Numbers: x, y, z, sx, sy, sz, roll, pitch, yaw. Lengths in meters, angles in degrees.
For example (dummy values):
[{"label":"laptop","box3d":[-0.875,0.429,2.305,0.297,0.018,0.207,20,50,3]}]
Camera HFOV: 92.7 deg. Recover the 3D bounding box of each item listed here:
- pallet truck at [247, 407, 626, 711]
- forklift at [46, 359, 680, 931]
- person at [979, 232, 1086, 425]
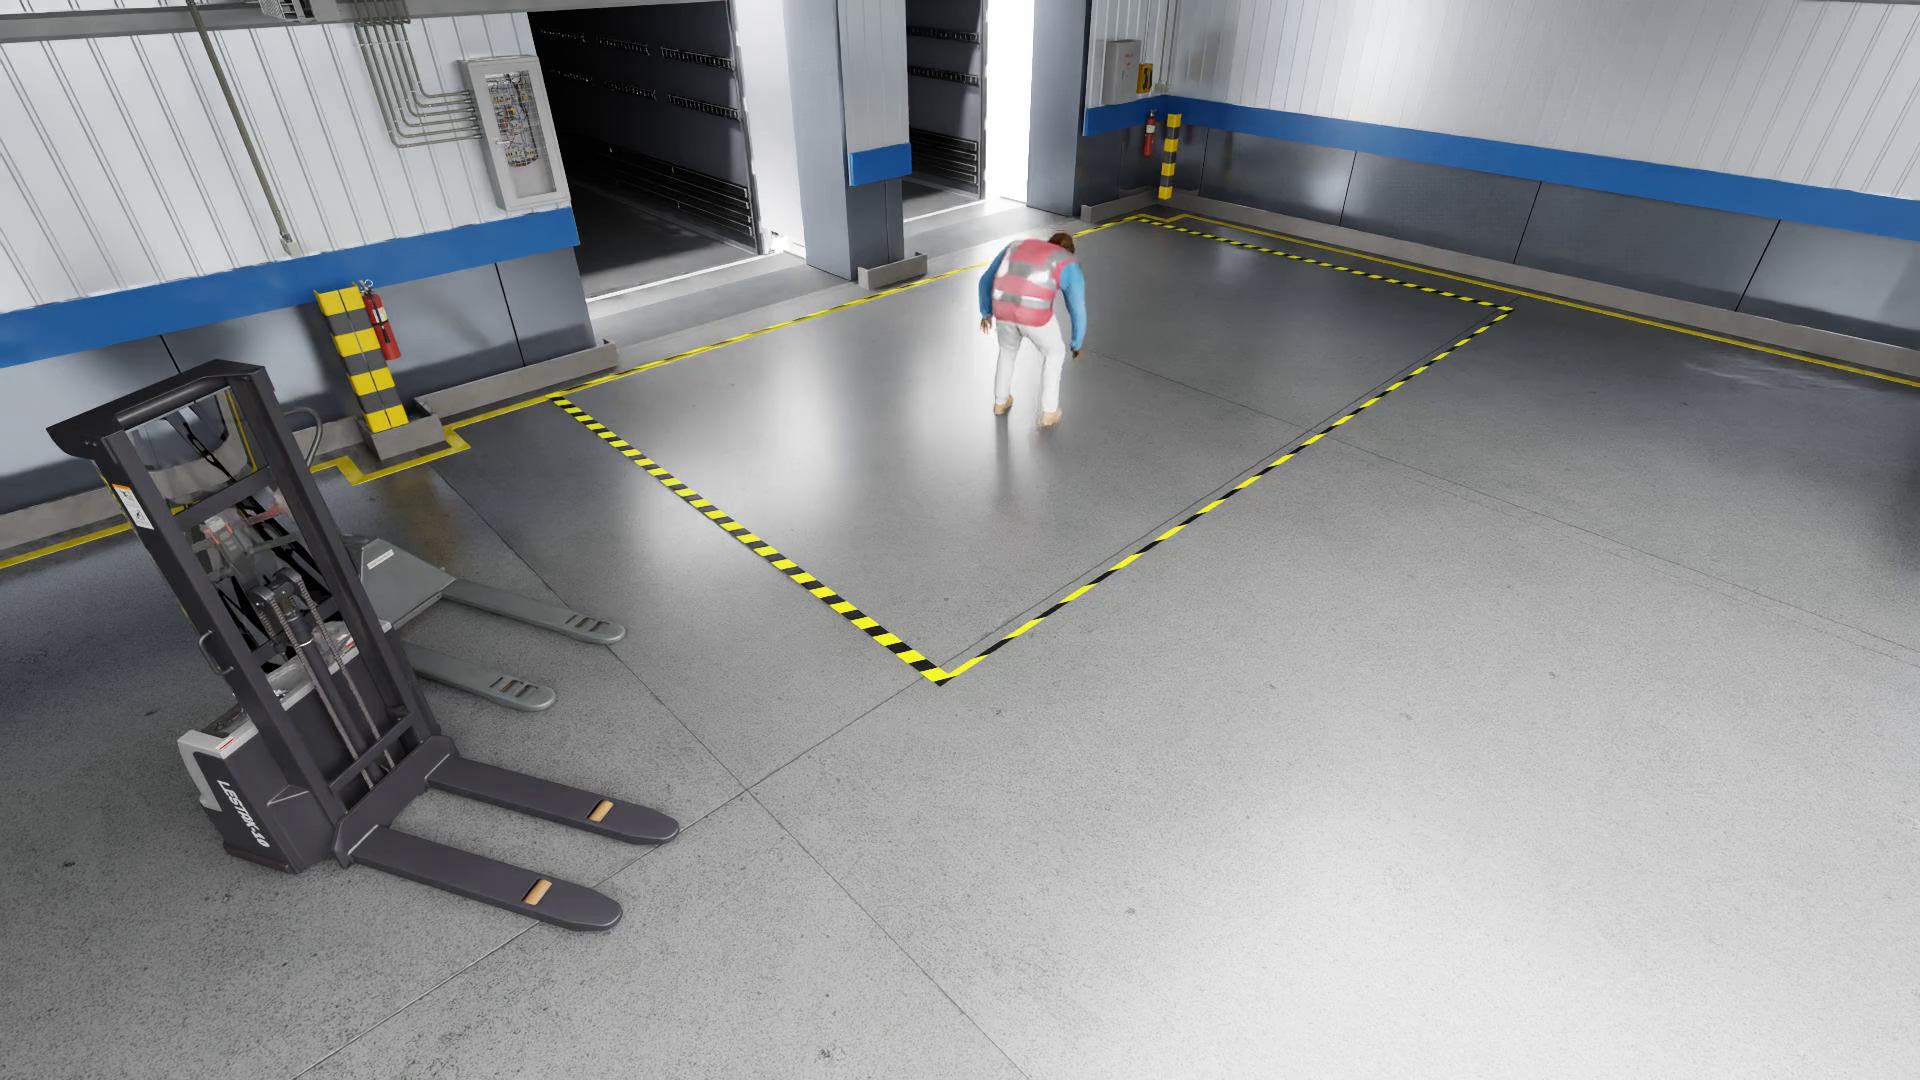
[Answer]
[{"label":"pallet truck","box3d":[-2.628,0.038,4.590,1.601,1.201,0.680,12,36,18]},{"label":"forklift","box3d":[-2.135,0.422,3.354,1.885,1.965,0.823,10,35,14]},{"label":"person","box3d":[0.545,-1.605,6.957,0.863,1.315,0.916,17,38,23]}]
